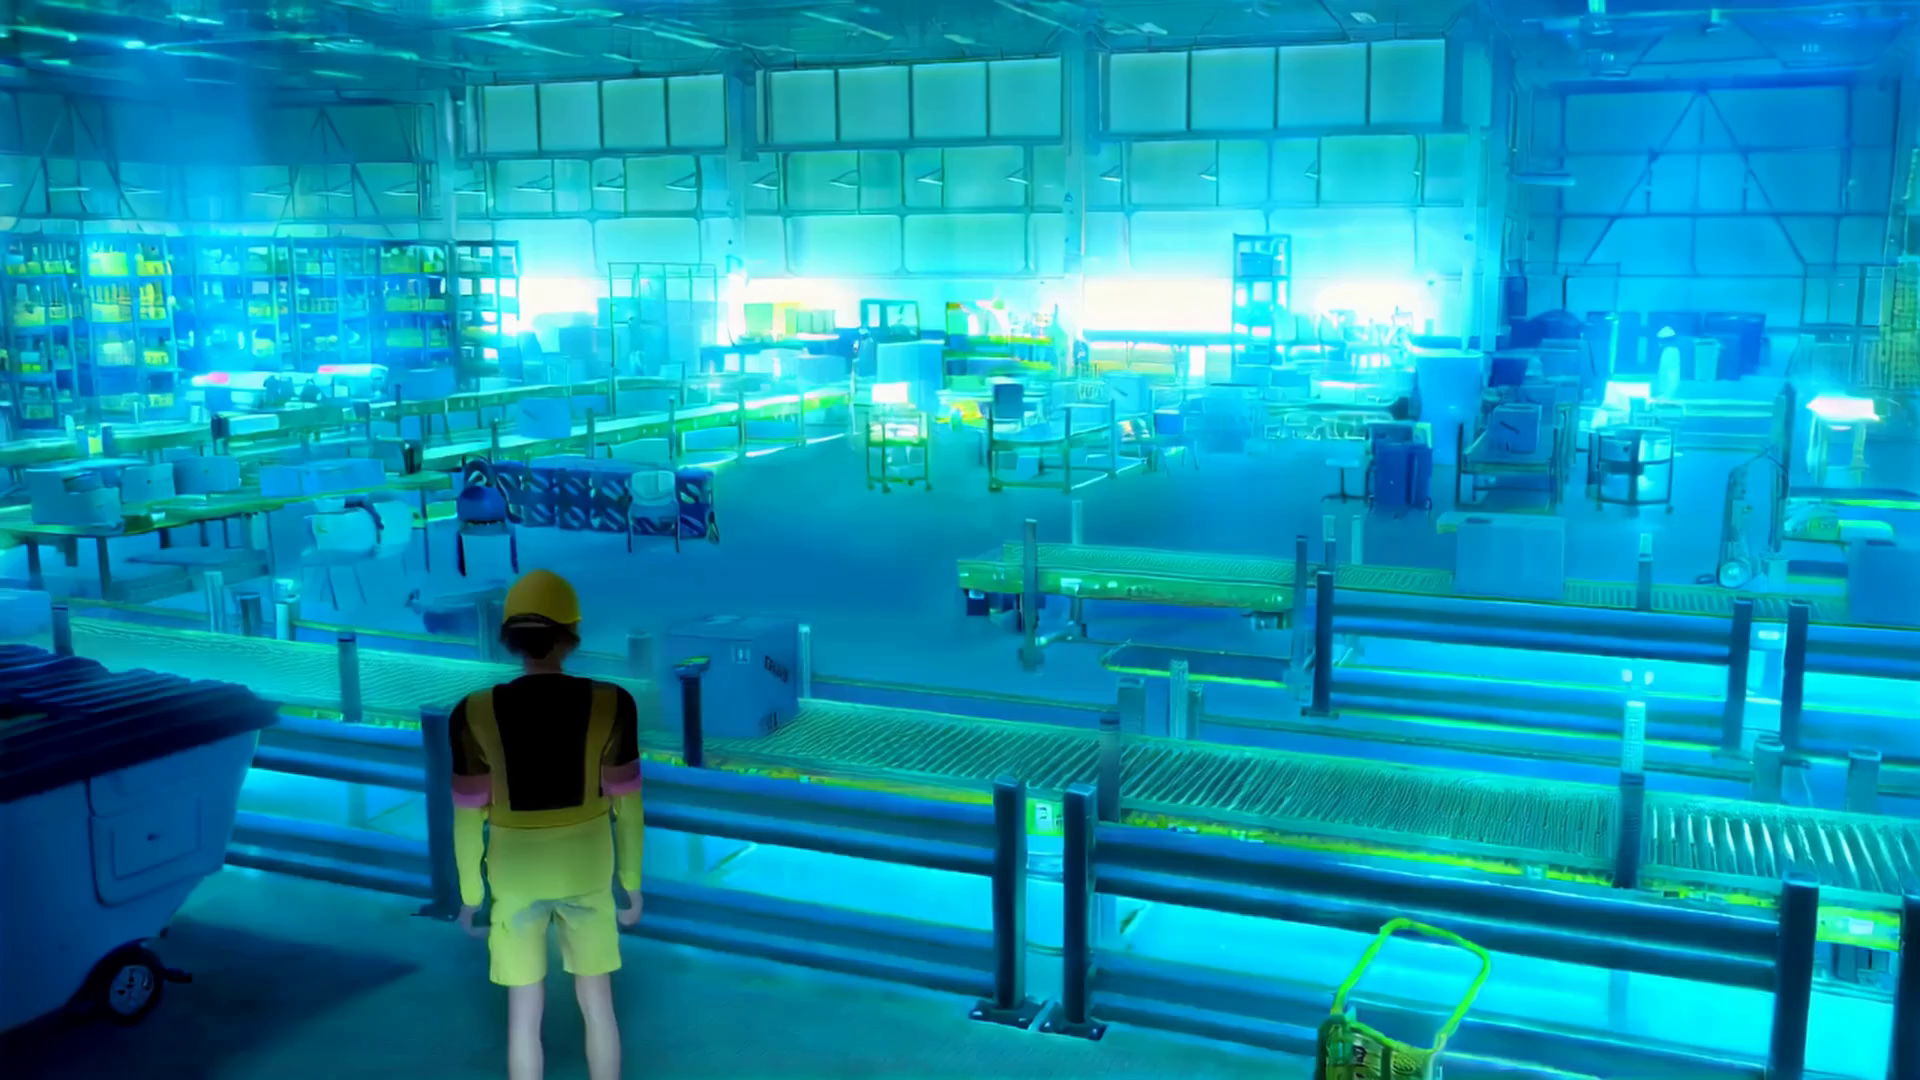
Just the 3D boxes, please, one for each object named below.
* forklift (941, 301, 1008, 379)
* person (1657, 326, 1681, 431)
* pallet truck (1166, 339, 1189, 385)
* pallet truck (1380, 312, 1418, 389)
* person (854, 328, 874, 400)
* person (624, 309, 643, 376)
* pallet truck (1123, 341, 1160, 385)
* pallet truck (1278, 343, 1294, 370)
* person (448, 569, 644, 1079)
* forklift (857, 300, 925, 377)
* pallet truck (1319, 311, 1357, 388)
[{"bbox_3d":[0.365,-4.966,41.571,1.157,1.987,2.680,3,10,20],"label":"forklift"},{"bbox_3d":[11.931,-2.604,28.096,0.423,2.026,0.642,7,12,38],"label":"person"},{"bbox_3d":[5.418,-4.269,40.420,0.704,1.261,1.522,3,10,20],"label":"pallet truck"},{"bbox_3d":[10.207,-4.283,38.369,0.823,1.965,1.885,3,10,20],"label":"pallet truck"},{"bbox_3d":[-2.060,-3.563,34.848,0.893,1.724,0.528,-2,10,-13],"label":"person"},{"bbox_3d":[-8.088,-4.752,41.289,0.491,1.965,0.635,0,9,1],"label":"person"},{"bbox_3d":[4.445,-4.380,41.279,0.680,1.201,1.601,4,10,22],"label":"pallet truck"},{"bbox_3d":[7.886,-4.163,39.743,0.653,1.274,1.630,4,10,22],"label":"pallet truck"},{"bbox_3d":[-1.368,1.109,5.563,0.613,2.039,0.393,-3,10,-15],"label":"person"},{"bbox_3d":[-1.732,-5.109,42.468,1.157,1.987,2.680,4,10,22],"label":"forklift"},{"bbox_3d":[9.071,-4.419,39.190,0.823,1.965,1.885,5,10,26],"label":"pallet truck"}]
